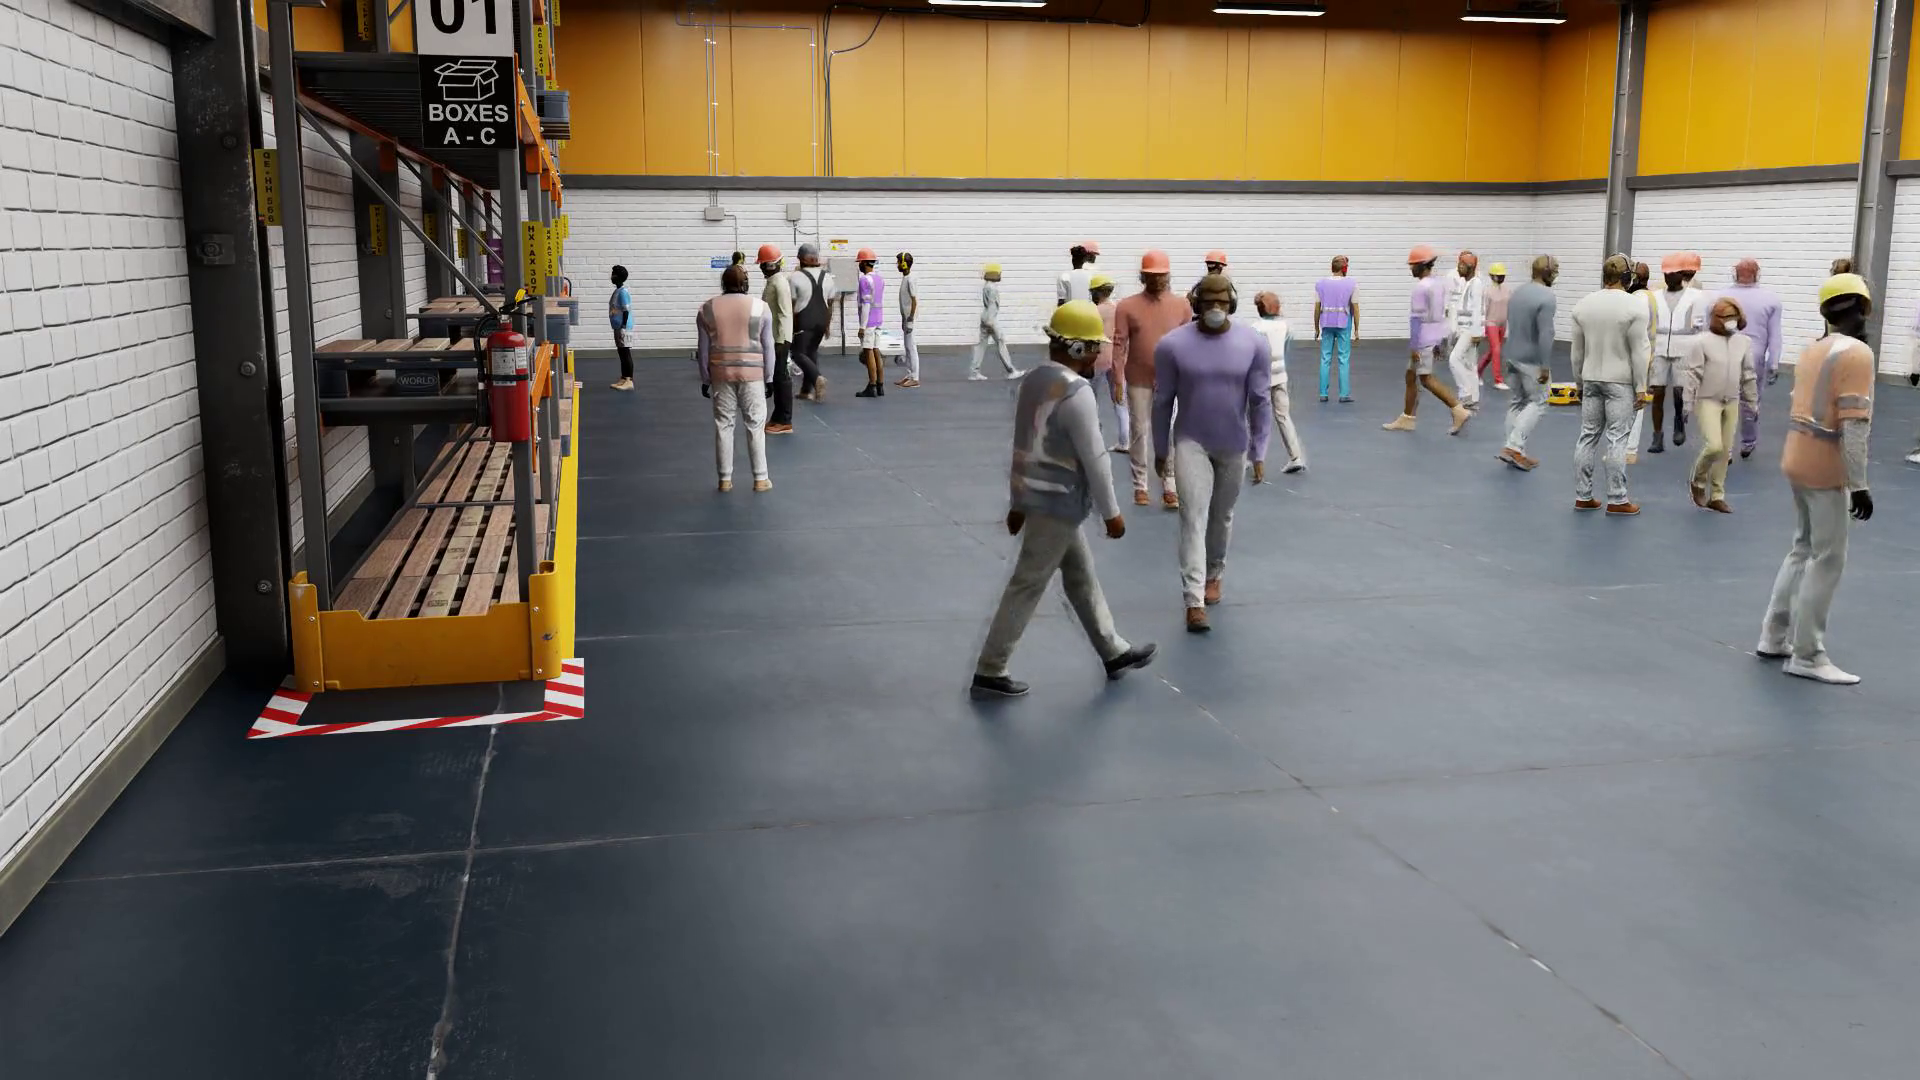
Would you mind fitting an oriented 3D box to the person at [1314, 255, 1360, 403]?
[{"bbox_3d":[4.727,-2.643,20.898,0.570,1.841,0.372,5,12,27],"label":"person"}]

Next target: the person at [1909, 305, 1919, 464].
[{"bbox_3d":[8.819,-1.549,14.723,0.589,1.877,0.970,-2,10,-9],"label":"person"}]

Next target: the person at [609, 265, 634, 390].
[{"bbox_3d":[-4.622,-2.893,22.681,0.318,1.700,0.536,-5,11,-24],"label":"person"}]

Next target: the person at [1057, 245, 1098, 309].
[{"bbox_3d":[1.581,-2.964,22.334,0.613,1.963,0.362,-2,10,-10],"label":"person"}]

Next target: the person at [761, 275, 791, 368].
[{"bbox_3d":[-3.006,-3.575,26.236,0.902,1.780,0.589,-3,11,-18],"label":"person"}]

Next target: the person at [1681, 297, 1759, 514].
[{"bbox_3d":[5.653,-0.987,12.336,0.592,1.610,0.366,-2,10,-11],"label":"person"}]

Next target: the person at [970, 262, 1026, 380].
[{"bbox_3d":[0.540,-3.179,24.226,0.864,1.702,0.507,-3,11,-14],"label":"person"}]

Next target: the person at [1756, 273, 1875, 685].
[{"bbox_3d":[4.061,-0.293,7.785,0.381,1.883,0.668,1,10,8],"label":"person"}]

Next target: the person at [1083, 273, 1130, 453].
[{"bbox_3d":[1.336,-1.715,16.102,0.538,1.708,0.907,-8,13,-37],"label":"person"}]

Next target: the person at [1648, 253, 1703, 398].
[{"bbox_3d":[9.379,-2.801,21.727,0.611,1.866,1.035,-2,10,-8],"label":"person"}]

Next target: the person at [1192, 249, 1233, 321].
[{"bbox_3d":[2.977,-2.442,19.536,0.543,1.934,0.362,10,14,43],"label":"person"}]

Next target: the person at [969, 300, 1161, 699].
[{"bbox_3d":[0.466,-0.173,7.413,0.972,1.770,0.588,-3,11,-14],"label":"person"}]

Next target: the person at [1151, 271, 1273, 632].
[{"bbox_3d":[1.343,-0.504,8.980,0.628,1.886,1.046,1,10,4],"label":"person"}]

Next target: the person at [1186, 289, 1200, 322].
[{"bbox_3d":[2.100,-1.417,14.755,0.532,1.619,0.550,7,13,35],"label":"person"}]

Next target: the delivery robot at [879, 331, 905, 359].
[{"bbox_3d":[-1.227,-3.144,26.983,0.707,0.478,0.477,-3,11,-18],"label":"delivery robot"}]

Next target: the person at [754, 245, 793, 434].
[{"bbox_3d":[-1.961,-2.115,17.578,0.390,1.986,0.609,-3,11,-16],"label":"person"}]

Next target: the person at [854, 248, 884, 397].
[{"bbox_3d":[-1.199,-2.822,21.629,0.373,1.934,0.552,4,11,21],"label":"person"}]

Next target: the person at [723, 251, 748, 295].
[{"bbox_3d":[-3.775,-3.886,27.777,0.613,1.849,0.491,7,12,34],"label":"person"}]

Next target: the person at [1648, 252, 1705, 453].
[{"bbox_3d":[6.840,-1.795,15.986,0.559,1.918,0.504,7,12,35],"label":"person"}]

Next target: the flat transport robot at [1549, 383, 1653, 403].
[{"bbox_3d":[7.928,-1.858,20.903,1.431,0.197,0.652,-2,10,-12],"label":"flat transport robot"}]

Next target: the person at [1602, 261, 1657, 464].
[{"bbox_3d":[6.128,-1.620,15.235,0.429,1.843,0.633,5,12,27],"label":"person"}]

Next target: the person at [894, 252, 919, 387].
[{"bbox_3d":[-0.733,-3.056,23.129,0.334,1.865,0.517,-2,10,-11],"label":"person"}]

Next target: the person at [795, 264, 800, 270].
[{"bbox_3d":[-2.592,-3.714,27.408,0.311,1.639,0.518,-2,10,-11],"label":"person"}]

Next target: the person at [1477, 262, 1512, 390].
[{"bbox_3d":[7.353,-2.964,22.958,0.520,1.736,0.836,-6,12,-28],"label":"person"}]

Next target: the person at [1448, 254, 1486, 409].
[{"bbox_3d":[6.061,-2.496,20.010,0.543,1.865,0.618,1,10,8],"label":"person"}]

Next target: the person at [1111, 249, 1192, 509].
[{"bbox_3d":[1.469,-1.200,12.573,0.634,1.963,0.846,0,10,-2],"label":"person"}]

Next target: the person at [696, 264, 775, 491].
[{"bbox_3d":[-1.806,-1.309,13.512,0.624,1.845,0.430,0,10,2],"label":"person"}]

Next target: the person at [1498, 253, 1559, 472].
[{"bbox_3d":[4.996,-1.558,14.690,0.513,1.912,0.669,-2,10,-12],"label":"person"}]

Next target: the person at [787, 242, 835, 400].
[{"bbox_3d":[-1.888,-2.767,21.037,0.689,2.000,0.770,-9,14,-41],"label":"person"}]

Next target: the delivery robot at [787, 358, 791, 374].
[{"bbox_3d":[-2.700,-2.433,23.047,0.707,0.478,0.477,6,12,29],"label":"delivery robot"}]

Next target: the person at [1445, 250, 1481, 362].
[{"bbox_3d":[8.358,-3.883,27.698,0.591,1.870,0.626,0,10,1],"label":"person"}]

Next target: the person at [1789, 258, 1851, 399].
[{"bbox_3d":[10.726,-2.547,20.477,0.519,1.807,0.830,-3,11,-18],"label":"person"}]

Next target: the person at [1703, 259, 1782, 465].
[{"bbox_3d":[7.164,-1.632,15.268,0.666,1.847,0.990,5,12,27],"label":"person"}]

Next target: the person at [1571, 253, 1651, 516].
[{"bbox_3d":[4.819,-1.145,12.337,0.373,1.940,0.629,-7,12,-34],"label":"person"}]

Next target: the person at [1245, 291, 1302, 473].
[{"bbox_3d":[2.725,-1.390,14.650,0.533,1.593,0.871,-7,12,-33],"label":"person"}]

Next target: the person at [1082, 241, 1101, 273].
[{"bbox_3d":[1.957,-3.518,25.251,0.437,2.019,0.639,-6,12,-31],"label":"person"}]

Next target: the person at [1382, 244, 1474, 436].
[{"bbox_3d":[4.949,-2.092,17.435,0.956,2.006,0.607,7,12,33],"label":"person"}]

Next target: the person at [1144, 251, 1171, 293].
[{"bbox_3d":[3.092,-3.468,25.413,0.981,1.854,0.657,-4,11,-20],"label":"person"}]
